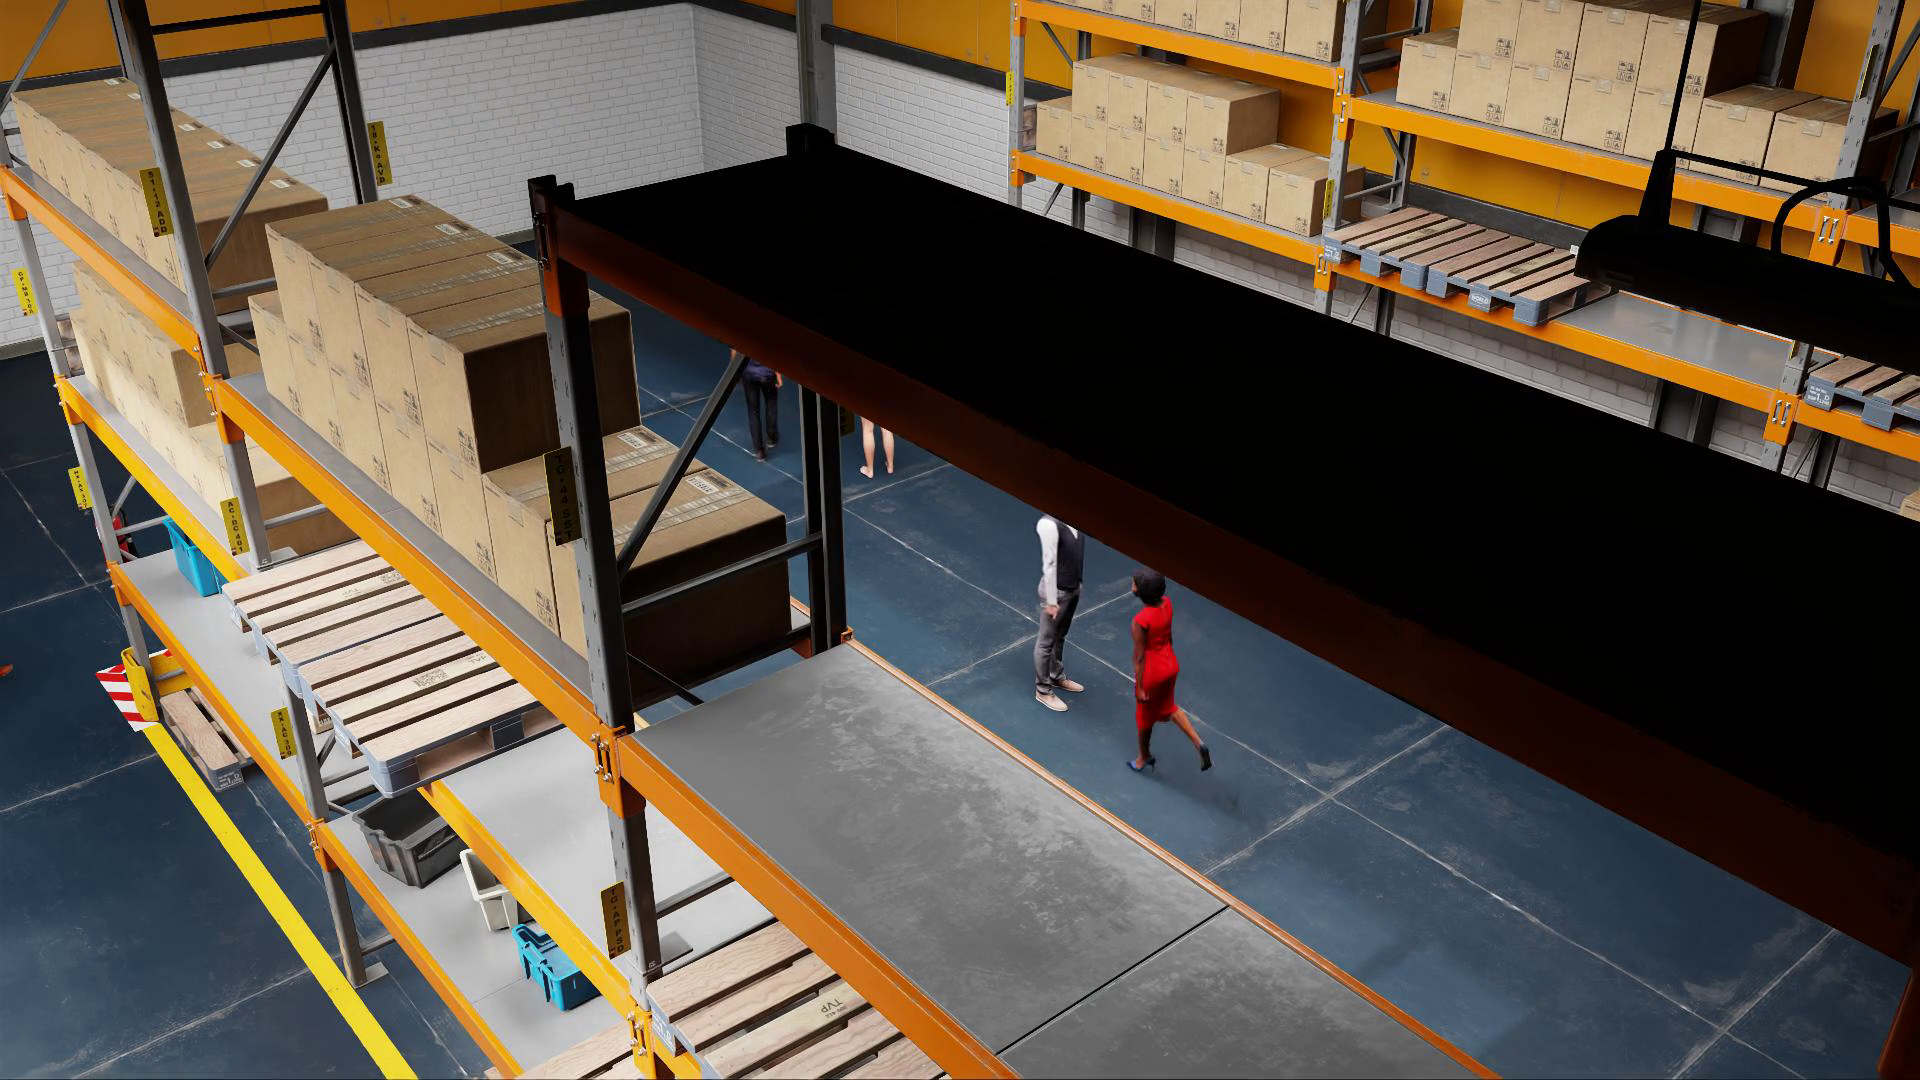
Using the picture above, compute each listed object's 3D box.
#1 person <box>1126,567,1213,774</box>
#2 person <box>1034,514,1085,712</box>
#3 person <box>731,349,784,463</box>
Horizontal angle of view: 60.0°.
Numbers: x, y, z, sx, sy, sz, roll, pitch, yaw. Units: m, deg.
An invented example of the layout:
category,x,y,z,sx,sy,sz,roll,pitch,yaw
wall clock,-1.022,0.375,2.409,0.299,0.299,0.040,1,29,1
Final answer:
category,x,y,z,sx,sy,sz,roll,pitch,yaw
person,1.462,1.007,11.790,0.980,1.719,0.725,23,36,35
person,0.760,0.355,12.758,0.681,1.937,0.723,17,33,28
person,-2.026,-1.614,16.537,0.898,1.775,0.961,1,29,1
